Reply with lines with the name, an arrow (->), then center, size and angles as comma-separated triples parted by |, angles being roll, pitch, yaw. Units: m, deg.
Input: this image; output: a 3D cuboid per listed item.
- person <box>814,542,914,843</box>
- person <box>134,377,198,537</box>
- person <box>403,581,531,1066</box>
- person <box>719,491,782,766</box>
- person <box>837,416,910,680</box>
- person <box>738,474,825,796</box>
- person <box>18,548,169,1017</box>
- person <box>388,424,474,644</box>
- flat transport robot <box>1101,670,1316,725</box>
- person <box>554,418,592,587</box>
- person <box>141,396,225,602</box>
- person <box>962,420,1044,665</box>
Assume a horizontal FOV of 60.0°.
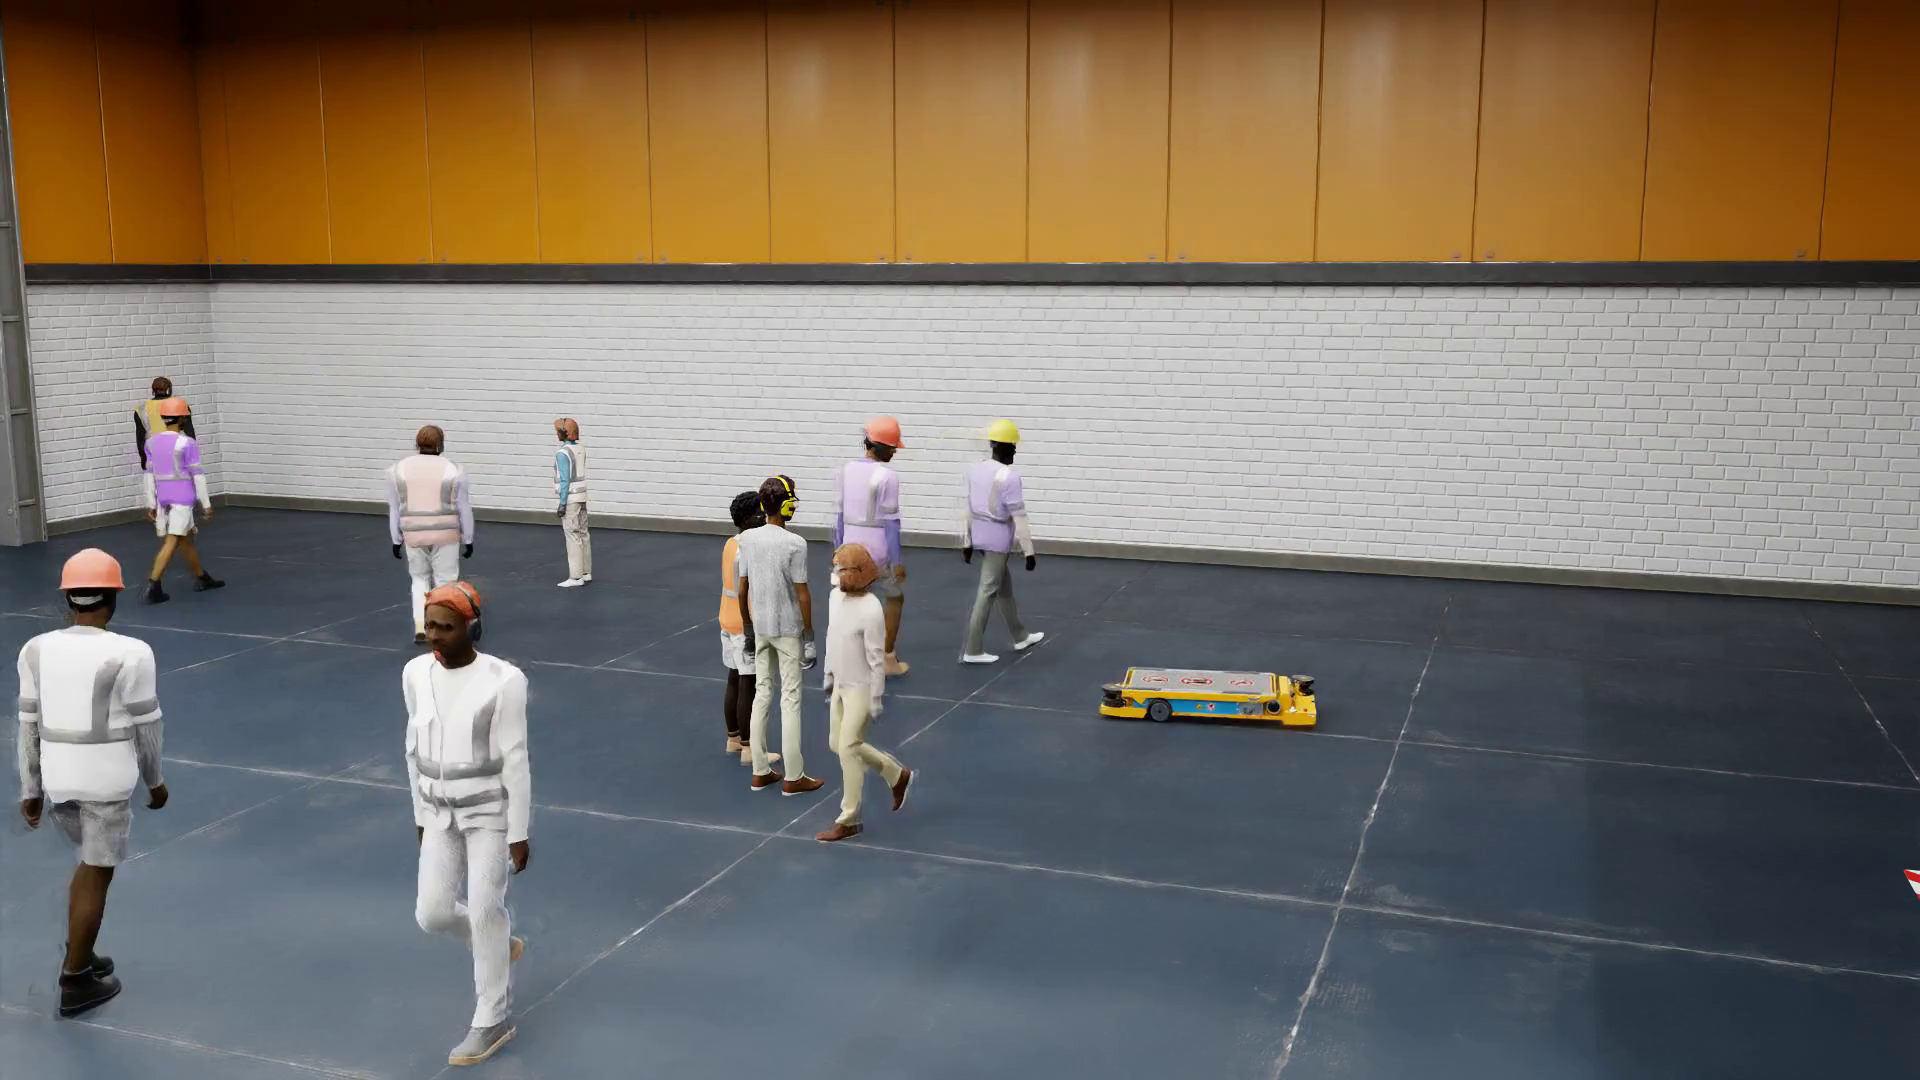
person -> -0.515, 0.796, 8.924 | 0.576, 1.615, 0.519 | -5, 11, -29
person -> -9.107, -0.954, 19.126 | 0.619, 1.837, 0.430 | -3, 10, -15
person -> -1.883, 1.068, 6.497 | 0.583, 1.870, 0.504 | 3, 10, 20
person -> -1.318, 0.538, 10.290 | 0.322, 1.698, 0.533 | -4, 10, -23
person -> -0.636, 0.091, 12.170 | 0.675, 1.994, 0.798 | 9, 13, 44
person -> -1.048, 0.551, 9.680 | 0.532, 1.871, 0.321 | 5, 11, 31
person -> -3.550, 0.985, 6.883 | 0.543, 1.897, 0.600 | 2, 9, 12
person -> -4.215, -0.015, 13.322 | 0.648, 1.824, 0.452 | -1, 9, -4
flat transport robot -> 1.709, 1.065, 11.437 | 1.431, 0.197, 0.652 | 2, 9, 10
person -> -3.749, -0.363, 16.062 | 0.311, 1.638, 0.521 | 1, 9, 9
person -> -7.294, -0.384, 15.465 | 0.557, 1.896, 1.014 | 4, 10, 22
person -> 0.385, 0.011, 12.948 | 0.920, 1.883, 0.619 | -6, 11, -31
